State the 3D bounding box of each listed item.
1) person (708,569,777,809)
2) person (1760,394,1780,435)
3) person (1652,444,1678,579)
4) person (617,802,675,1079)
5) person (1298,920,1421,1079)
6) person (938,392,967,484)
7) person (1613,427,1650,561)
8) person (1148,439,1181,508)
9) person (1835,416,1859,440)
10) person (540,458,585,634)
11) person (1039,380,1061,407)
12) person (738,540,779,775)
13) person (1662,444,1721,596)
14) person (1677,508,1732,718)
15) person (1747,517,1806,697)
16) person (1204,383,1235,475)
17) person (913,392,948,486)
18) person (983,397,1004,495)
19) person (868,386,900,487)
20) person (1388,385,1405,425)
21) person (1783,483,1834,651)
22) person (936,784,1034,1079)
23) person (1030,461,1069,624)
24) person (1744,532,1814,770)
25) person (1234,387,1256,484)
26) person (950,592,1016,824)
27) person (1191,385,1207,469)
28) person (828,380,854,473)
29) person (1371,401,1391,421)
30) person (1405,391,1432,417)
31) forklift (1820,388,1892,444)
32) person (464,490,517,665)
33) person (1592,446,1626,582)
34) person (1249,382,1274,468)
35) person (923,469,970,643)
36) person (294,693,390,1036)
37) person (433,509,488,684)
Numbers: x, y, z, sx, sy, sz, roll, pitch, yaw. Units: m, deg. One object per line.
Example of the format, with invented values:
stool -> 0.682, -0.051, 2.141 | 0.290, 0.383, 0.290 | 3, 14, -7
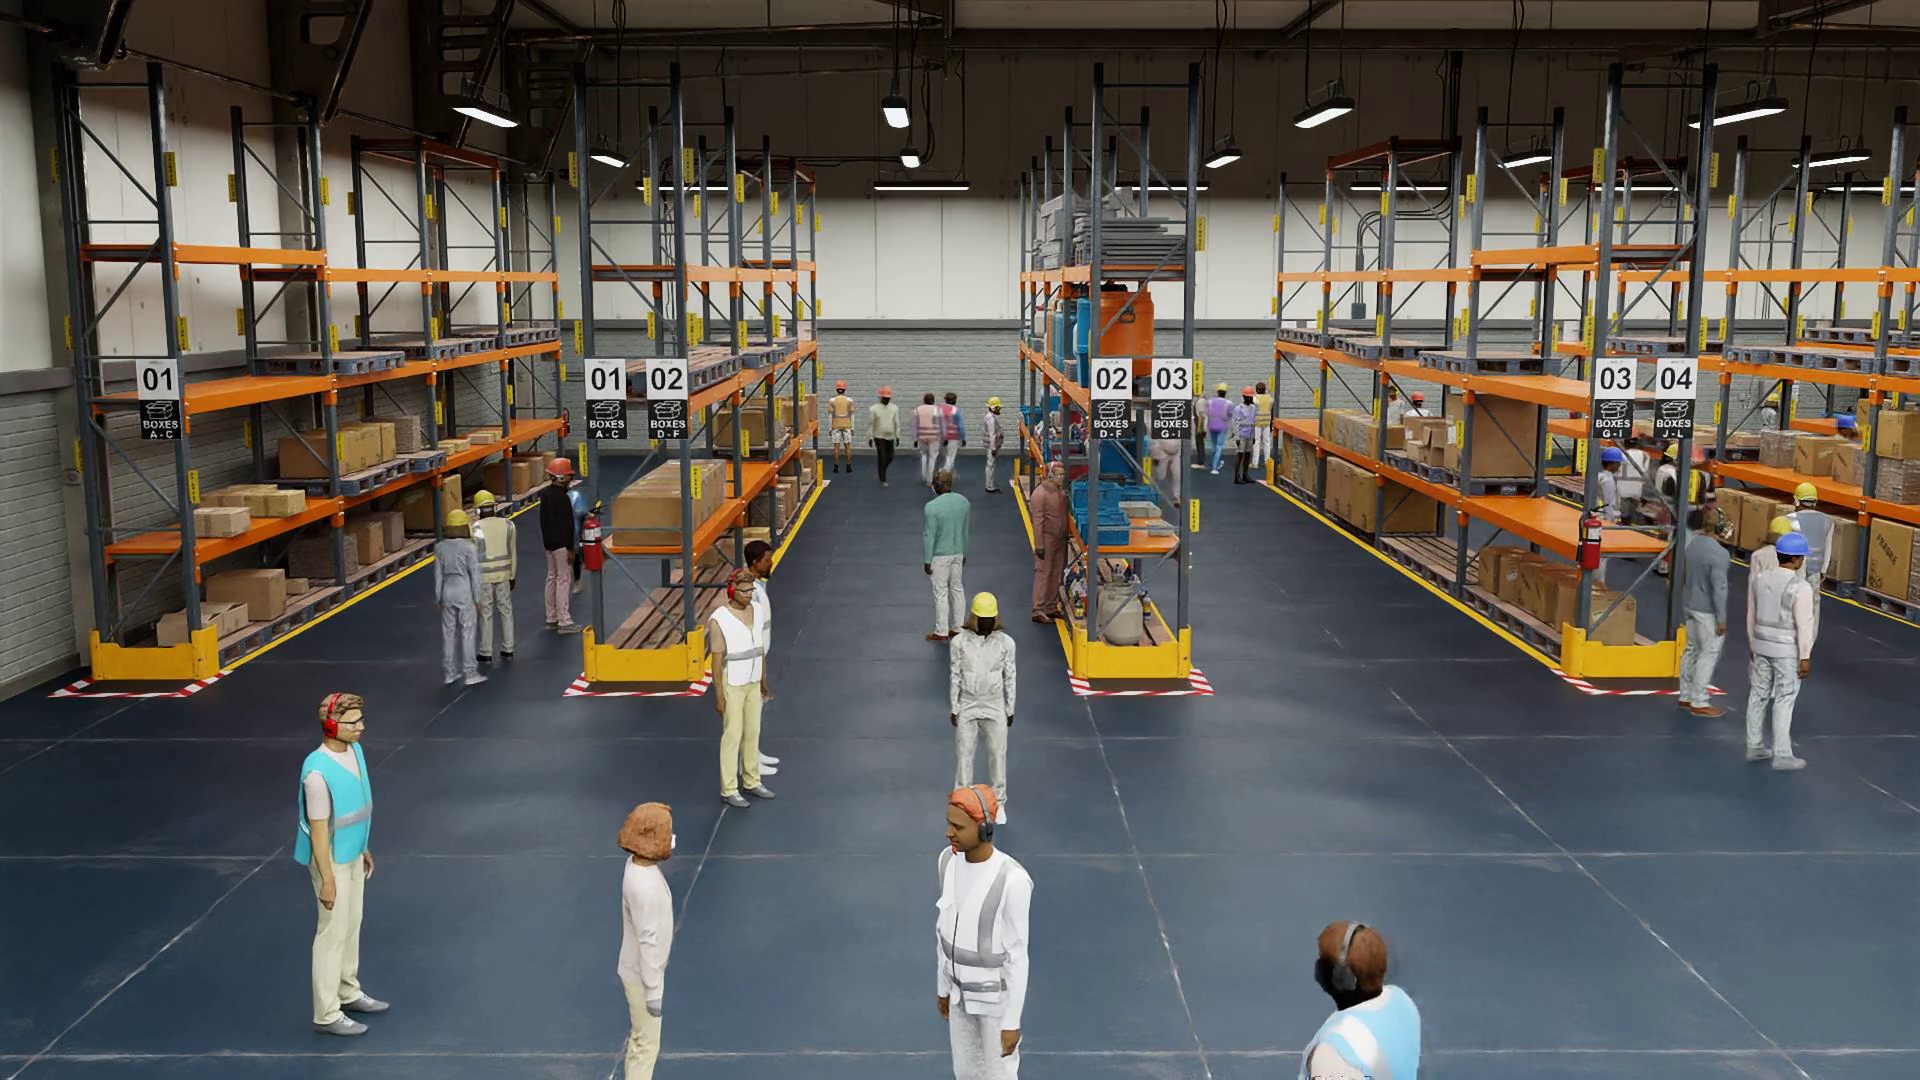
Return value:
person -> -1.682, 1.116, 12.645 | 0.408, 1.830, 0.579 | 6, 10, 32
person -> 16.342, -2.088, 33.577 | 0.321, 1.731, 0.490 | 0, 9, -1
person -> 9.545, -0.387, 22.348 | 0.404, 1.824, 0.586 | 1, 9, 3
person -> -1.427, 1.996, 7.647 | 0.280, 1.625, 0.493 | -1, 9, -9
person -> 1.291, 2.194, 5.820 | 0.944, 1.789, 0.650 | 6, 10, 32
person -> -0.124, -2.015, 32.857 | 0.645, 1.804, 0.869 | 7, 11, 38
person -> 9.558, -0.675, 23.961 | 0.576, 1.883, 0.909 | -1, 9, -8
person -> 3.637, -1.510, 29.430 | 0.656, 1.880, 0.809 | -4, 10, -26
person -> 13.525, -0.929, 25.512 | 0.483, 1.939, 0.636 | 6, 11, 36
person -> -4.534, 0.060, 18.903 | 0.395, 1.992, 0.622 | -7, 11, -39
person -> 2.076, -2.723, 36.662 | 0.689, 2.000, 0.537 | 0, 9, 3
person -> -1.684, 0.944, 13.503 | 0.398, 1.914, 0.591 | -1, 9, -6
person -> 9.028, -0.189, 20.539 | 0.611, 1.987, 1.052 | -2, 9, -14
person -> 6.840, 0.662, 15.266 | 0.372, 1.931, 0.625 | 0, 9, -3
person -> 7.930, 0.628, 16.177 | 0.500, 1.710, 0.844 | 4, 10, 26
person -> 5.421, -2.316, 34.552 | 0.599, 1.875, 0.987 | 5, 10, 29
person -> -0.551, -1.979, 32.572 | 0.637, 1.819, 0.659 | 3, 9, 21
person -> 0.629, -1.767, 31.182 | 0.404, 1.829, 0.600 | 0, 9, -3
person -> -1.507, -2.028, 32.416 | 0.637, 1.968, 0.658 | -4, 10, -25
person -> 8.966, -2.273, 34.374 | 0.340, 1.859, 0.503 | -7, 11, -37
person -> 9.053, 0.295, 17.909 | 0.589, 1.834, 0.403 | 0, 9, -3
person -> 0.087, 1.954, 7.105 | 0.357, 1.879, 0.574 | -7, 11, -37
person -> 1.081, 0.023, 19.467 | 0.400, 1.900, 0.644 | 6, 11, 33
person -> 6.736, 0.900, 13.651 | 0.405, 1.946, 0.610 | -3, 9, -18
person -> 5.637, -2.052, 32.719 | 0.545, 1.929, 0.392 | -7, 12, -40
person -> 0.169, 1.234, 12.196 | 0.487, 1.738, 0.320 | 0, 9, 2
person -> 5.102, -2.431, 35.448 | 0.337, 1.837, 0.514 | 1, 9, 9
person -> -2.473, -2.359, 34.647 | 0.545, 1.938, 0.362 | -1, 9, -7
person -> 8.459, -2.087, 33.552 | 0.433, 1.722, 0.600 | 7, 11, 40
person -> 8.576, -1.828, 31.272 | 0.545, 1.931, 0.381 | -2, 9, -14
forklift -> 20.072, -3.110, 36.462 | 1.873, 2.768, 1.129 | 0, 9, 0
person -> -4.908, 0.387, 17.358 | 0.589, 1.822, 0.403 | -8, 12, -43
person -> 8.031, -0.196, 20.704 | 0.404, 1.945, 0.616 | 1, 9, 9
person -> 6.418, -2.455, 35.578 | 0.633, 1.841, 0.429 | -3, 9, -18
person -> -0.158, 0.180, 18.357 | 0.634, 1.929, 0.378 | -8, 12, -43
person -> -3.313, 1.708, 8.834 | 0.388, 1.837, 0.560 | 0, 9, -1
person -> -4.961, 0.559, 16.502 | 0.492, 1.742, 0.320 | 2, 9, 14
